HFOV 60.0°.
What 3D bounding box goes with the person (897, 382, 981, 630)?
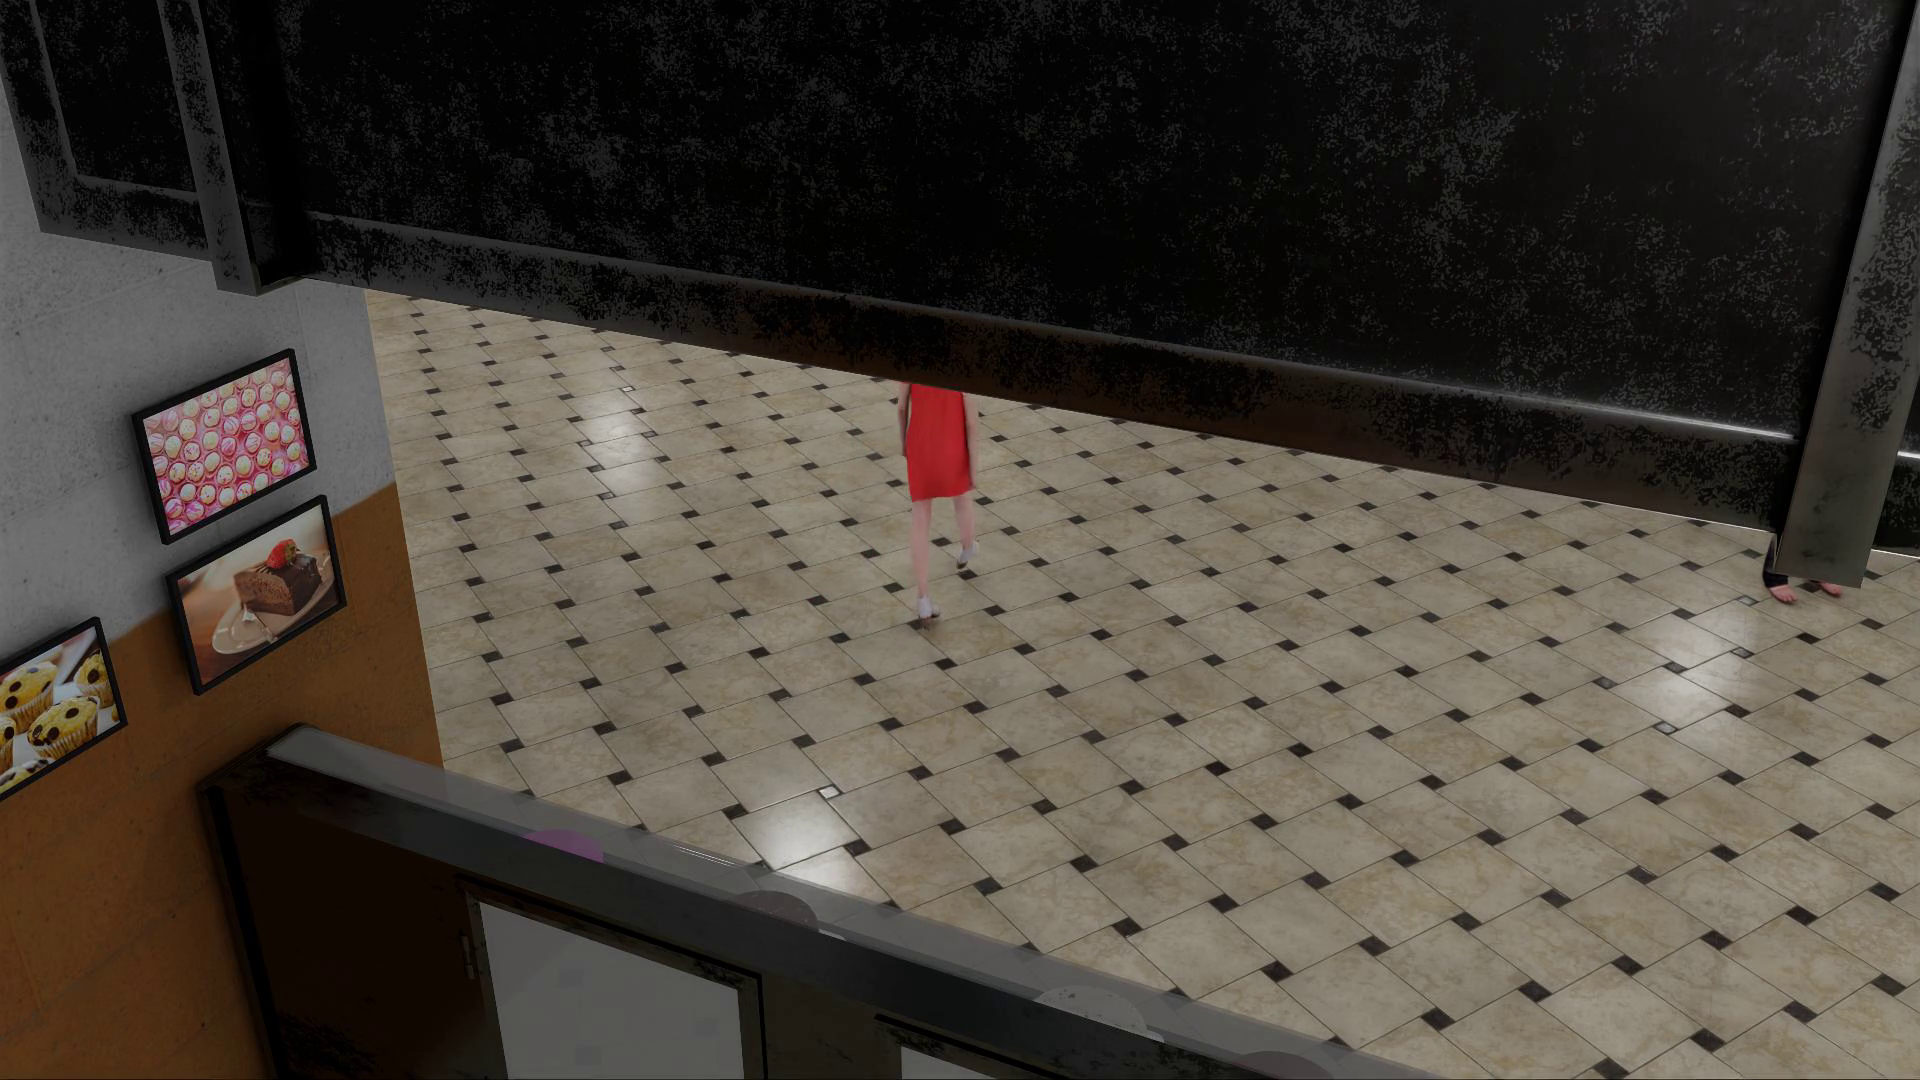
[{"bbox_3d":[-0.142,-0.372,8.680,0.768,1.784,1.153,7,28,13],"label":"person"}]
